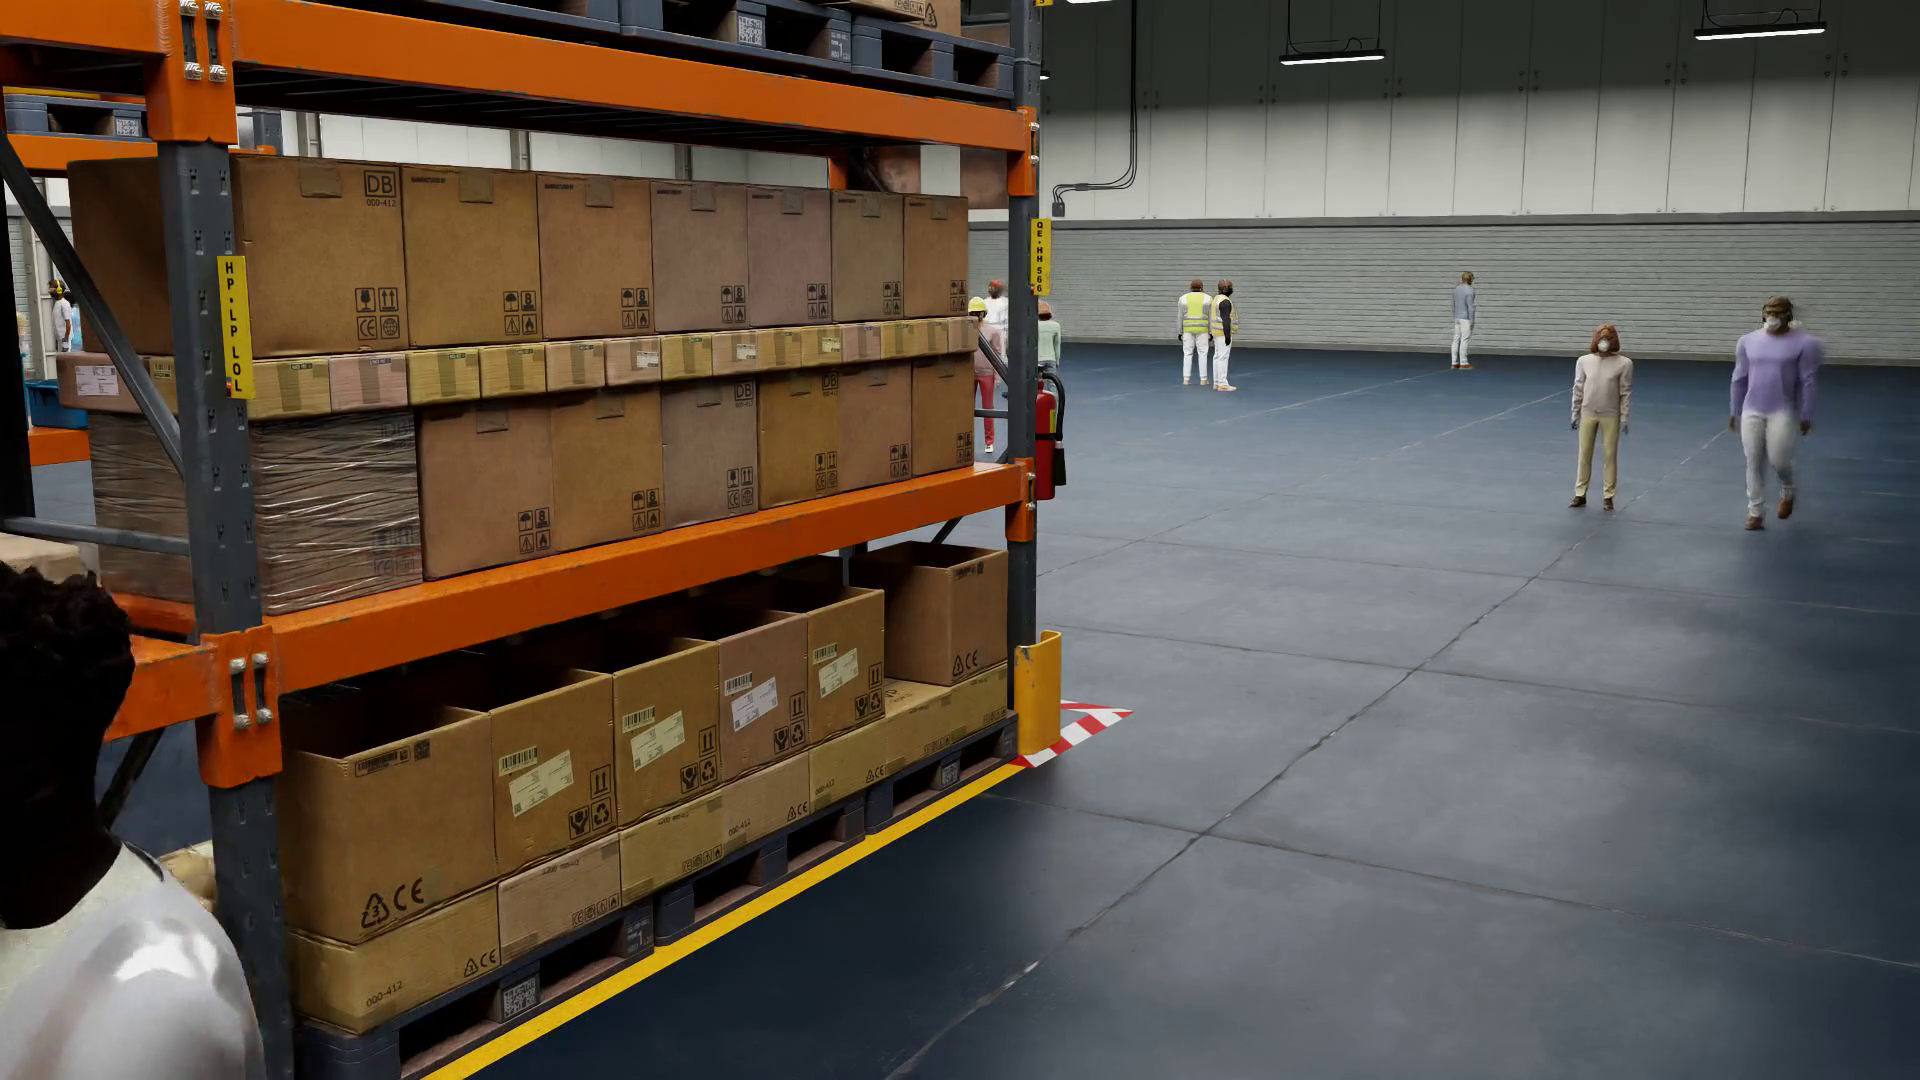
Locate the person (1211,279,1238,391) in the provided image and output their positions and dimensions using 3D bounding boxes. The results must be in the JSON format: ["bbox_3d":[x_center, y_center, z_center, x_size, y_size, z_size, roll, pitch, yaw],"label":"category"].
[{"bbox_3d":[4.390,-3.396,27.600,0.429,1.846,0.627,-1,10,-6],"label":"person"}]

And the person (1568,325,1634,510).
[{"bbox_3d":[5.640,-1.076,14.645,0.514,1.626,0.306,7,12,35],"label":"person"}]

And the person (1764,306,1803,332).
[{"bbox_3d":[11.460,-2.524,23.230,0.519,1.623,0.759,2,10,12],"label":"person"}]

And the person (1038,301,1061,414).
[{"bbox_3d":[1.098,-2.348,22.077,0.498,1.633,0.284,-4,10,-21],"label":"person"}]

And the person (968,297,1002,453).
[{"bbox_3d":[0.203,-1.862,18.848,0.535,1.767,0.316,3,10,15],"label":"person"}]

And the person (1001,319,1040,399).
[{"bbox_3d":[0.952,-3.008,25.252,0.554,1.875,1.012,-8,13,-41],"label":"person"}]

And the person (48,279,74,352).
[{"bbox_3d":[-13.872,-3.081,25.681,0.328,1.872,0.513,-9,13,-41],"label":"person"}]

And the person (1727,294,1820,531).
[{"bbox_3d":[6.627,-1.041,13.579,0.632,1.923,0.530,9,13,43],"label":"person"}]

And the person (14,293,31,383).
[{"bbox_3d":[-11.657,-2.184,20.294,0.554,1.917,0.664,-1,10,-5],"label":"person"}]

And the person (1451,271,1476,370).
[{"bbox_3d":[9.930,-4.327,32.772,0.355,1.937,0.634,-3,10,-17],"label":"person"}]

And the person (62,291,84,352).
[{"bbox_3d":[-14.127,-3.129,26.516,0.395,1.667,0.563,0,10,1],"label":"person"}]

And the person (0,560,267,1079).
[{"bbox_3d":[-0.991,0.974,1.798,0.987,1.909,0.627,-9,13,-41],"label":"person"}]

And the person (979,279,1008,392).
[{"bbox_3d":[0.638,-3.373,27.433,0.586,1.861,0.828,8,12,38],"label":"person"}]

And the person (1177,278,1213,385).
[{"bbox_3d":[4.083,-3.597,28.787,0.637,1.840,0.429,2,10,12],"label":"person"}]
